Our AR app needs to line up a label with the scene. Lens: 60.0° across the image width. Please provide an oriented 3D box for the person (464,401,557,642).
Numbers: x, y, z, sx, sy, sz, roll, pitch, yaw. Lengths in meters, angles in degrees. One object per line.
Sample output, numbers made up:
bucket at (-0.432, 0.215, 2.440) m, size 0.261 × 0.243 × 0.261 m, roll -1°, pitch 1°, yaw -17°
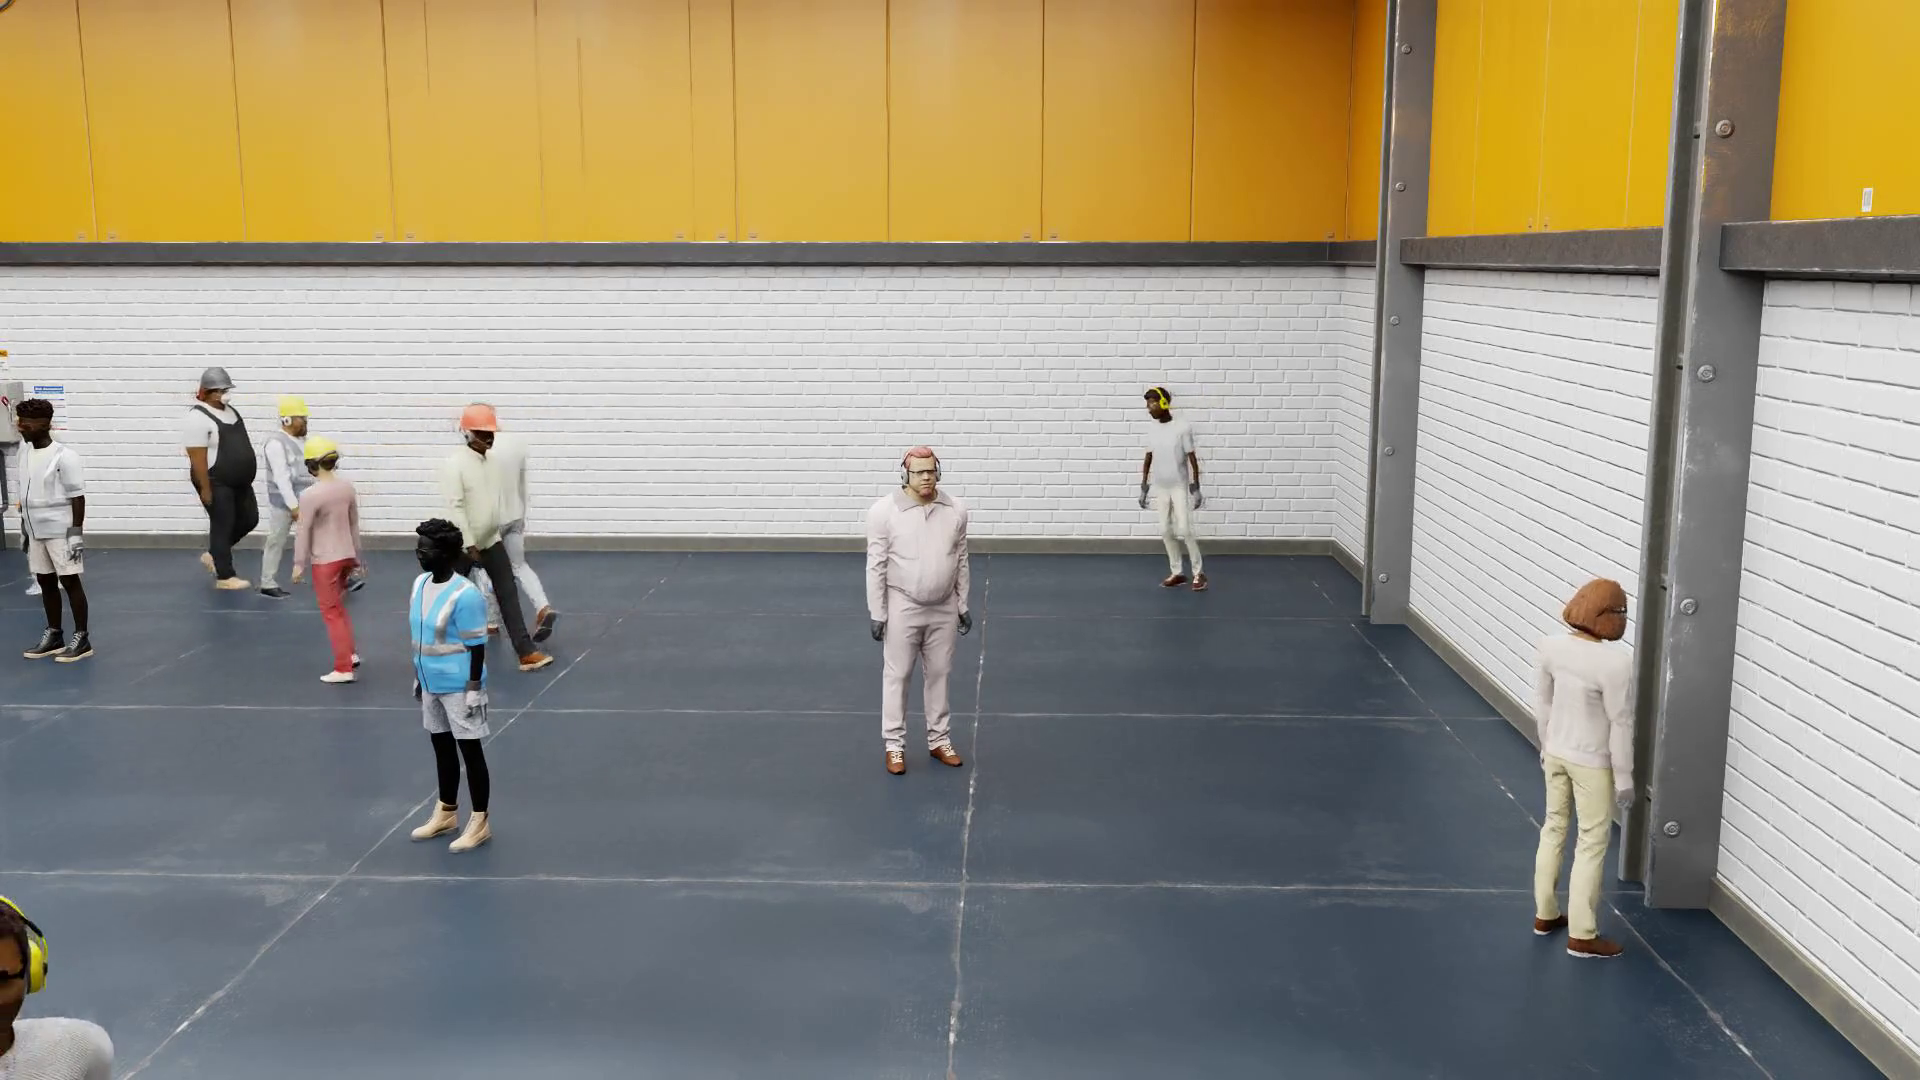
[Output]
person at (-3.510, -0.126, 12.827) m, size 0.870 × 1.896 × 0.653 m, roll 7°, pitch 12°, yaw 34°

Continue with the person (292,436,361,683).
person at (-4.448, 0.144, 11.659) m, size 0.447 × 1.752 × 0.525 m, roll 3°, pitch 10°, yaw 16°

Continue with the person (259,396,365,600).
person at (-5.718, -0.349, 14.435) m, size 0.941 × 1.776 × 0.606 m, roll 2°, pitch 10°, yaw 10°

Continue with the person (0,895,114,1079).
person at (-1.906, 1.542, 3.274) m, size 0.509 × 1.829 × 0.989 m, roll -7°, pitch 12°, yaw -34°

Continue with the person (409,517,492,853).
person at (-2.579, 0.725, 8.397) m, size 0.534 × 1.697 × 0.322 m, roll 8°, pitch 12°, yaw 39°

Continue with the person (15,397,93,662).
person at (-6.727, -0.076, 12.302) m, size 0.612 × 1.963 × 0.363 m, roll 4°, pitch 11°, yaw 23°

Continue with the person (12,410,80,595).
person at (-8.133, -0.370, 14.764) m, size 0.436 × 1.723 × 0.490 m, roll 1°, pitch 10°, yaw 3°

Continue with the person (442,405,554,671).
person at (-3.473, -0.006, 12.005) m, size 1.073 × 1.939 × 0.610 m, roll 5°, pitch 11°, yaw 26°

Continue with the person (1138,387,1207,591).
person at (1.906, -0.467, 14.996) m, size 0.585 × 1.826 × 0.429 m, roll 8°, pitch 12°, yaw 38°

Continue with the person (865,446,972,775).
person at (-0.224, 0.401, 9.686) m, size 0.651 × 1.907 × 0.409 m, roll -4°, pitch 11°, yaw -24°

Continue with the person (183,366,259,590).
person at (-6.617, -0.566, 14.951) m, size 0.558 × 2.000 × 0.697 m, roll 1°, pitch 10°, yaw 8°

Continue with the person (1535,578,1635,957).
person at (2.689, 0.968, 7.195) m, size 0.307 × 1.623 × 0.534 m, roll -4°, pitch 10°, yaw -21°
